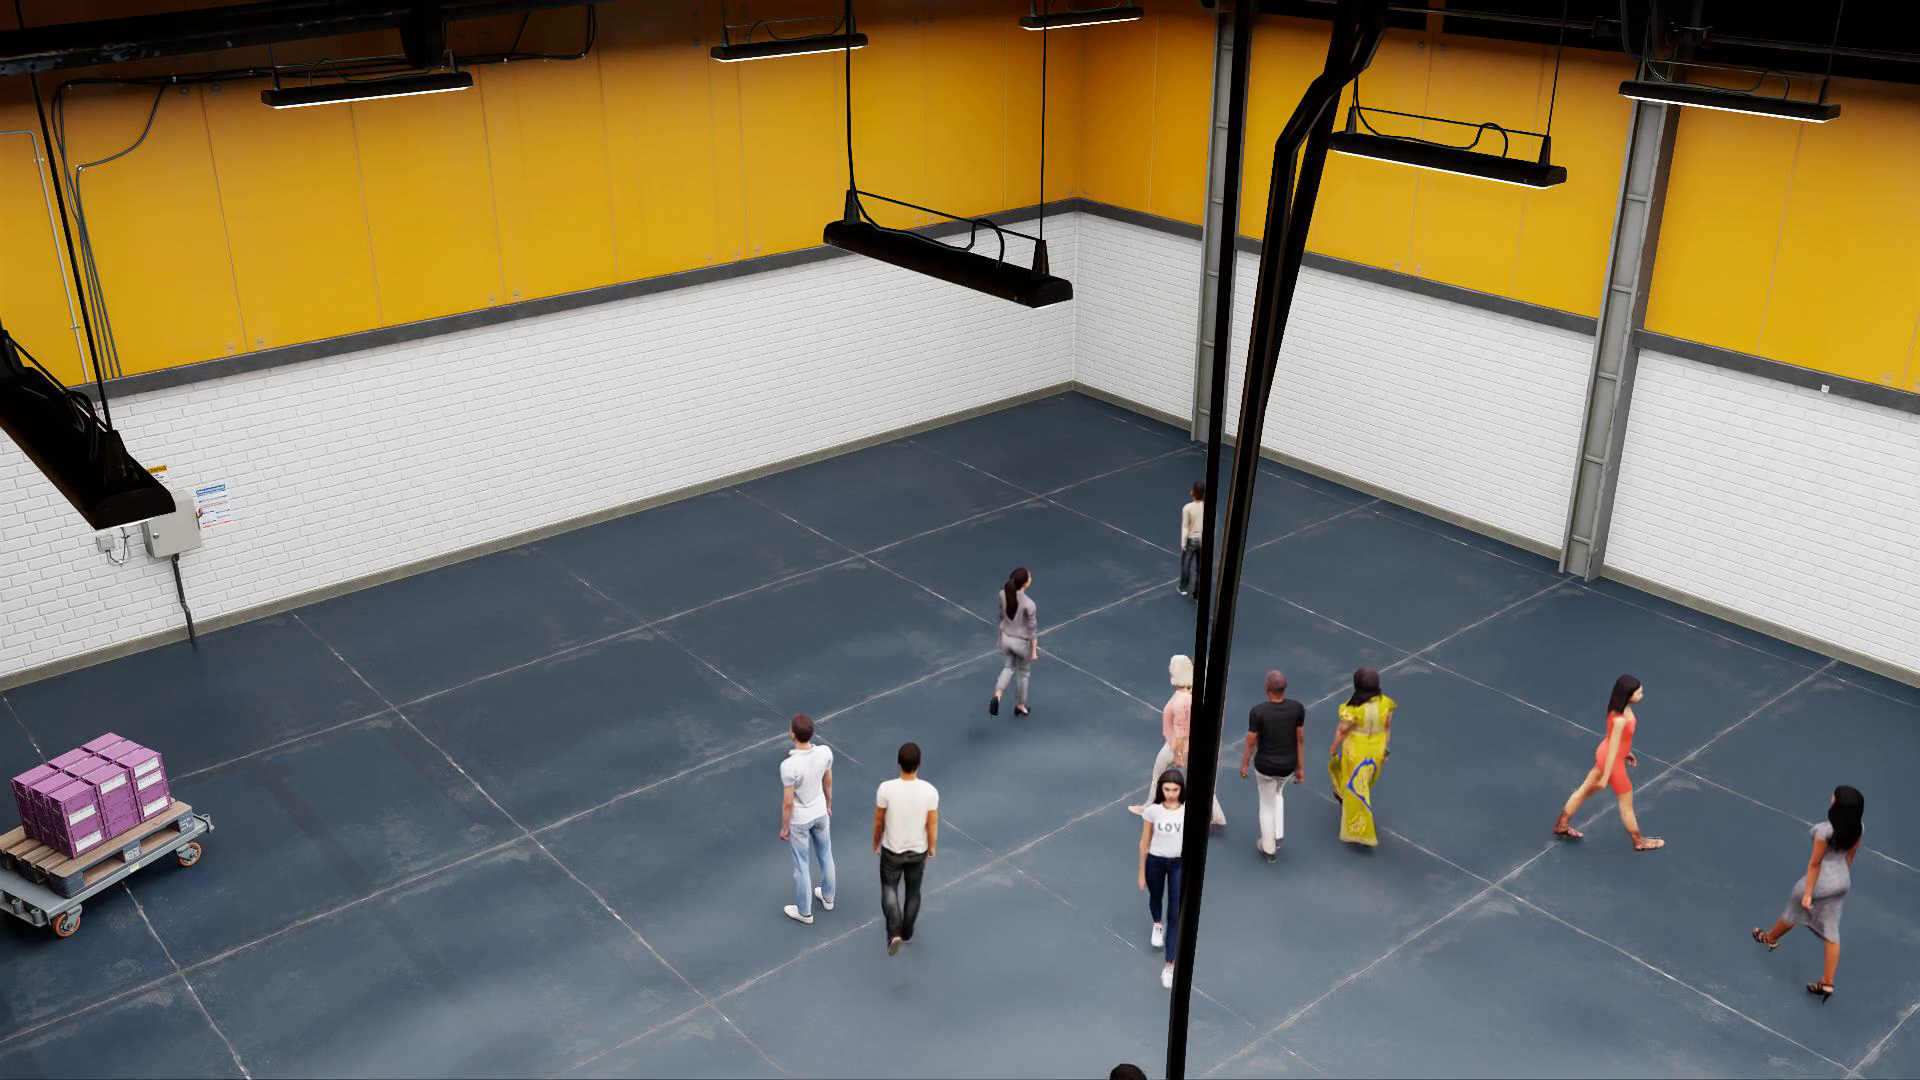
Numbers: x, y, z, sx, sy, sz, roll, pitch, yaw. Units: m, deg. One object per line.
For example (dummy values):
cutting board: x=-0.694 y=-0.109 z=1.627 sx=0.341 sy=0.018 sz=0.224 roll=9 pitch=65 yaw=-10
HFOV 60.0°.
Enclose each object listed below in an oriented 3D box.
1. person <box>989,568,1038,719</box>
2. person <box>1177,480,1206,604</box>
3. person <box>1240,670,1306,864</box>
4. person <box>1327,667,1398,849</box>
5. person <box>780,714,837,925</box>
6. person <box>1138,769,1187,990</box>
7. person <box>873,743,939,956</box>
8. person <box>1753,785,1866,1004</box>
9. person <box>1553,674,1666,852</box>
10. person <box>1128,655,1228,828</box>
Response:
person: x=0.506 y=1.067 z=16.406 sx=0.779 sy=1.661 sz=0.757 roll=19 pitch=30 yaw=36
person: x=2.728 y=0.051 z=18.994 sx=0.719 sy=1.449 sz=0.793 roll=-2 pitch=24 yaw=-5
person: x=2.706 y=1.983 z=14.149 sx=0.802 sy=1.789 sz=0.822 roll=-4 pitch=24 yaw=-9
person: x=3.549 y=1.923 z=14.499 sx=1.036 sy=1.618 sz=1.364 roll=-8 pitch=25 yaw=-18
person: x=-1.231 y=2.245 z=13.473 sx=0.653 sy=1.851 sz=0.541 roll=-20 pitch=31 yaw=-38
person: x=1.604 y=2.527 z=12.987 sx=1.092 sy=1.722 sz=1.143 roll=2 pitch=24 yaw=5
person: x=-0.432 y=2.467 z=13.049 sx=0.940 sy=1.784 sz=1.034 roll=-4 pitch=24 yaw=-8
person: x=6.592 y=2.702 z=12.559 sx=0.935 sy=1.746 sz=1.147 roll=-5 pitch=24 yaw=-11
person: x=5.548 y=1.936 z=14.416 sx=1.196 sy=1.662 sz=1.047 roll=5 pitch=24 yaw=11
person: x=2.041 y=1.824 z=14.647 sx=1.227 sy=1.681 sz=0.916 roll=12 pitch=26 yaw=26
